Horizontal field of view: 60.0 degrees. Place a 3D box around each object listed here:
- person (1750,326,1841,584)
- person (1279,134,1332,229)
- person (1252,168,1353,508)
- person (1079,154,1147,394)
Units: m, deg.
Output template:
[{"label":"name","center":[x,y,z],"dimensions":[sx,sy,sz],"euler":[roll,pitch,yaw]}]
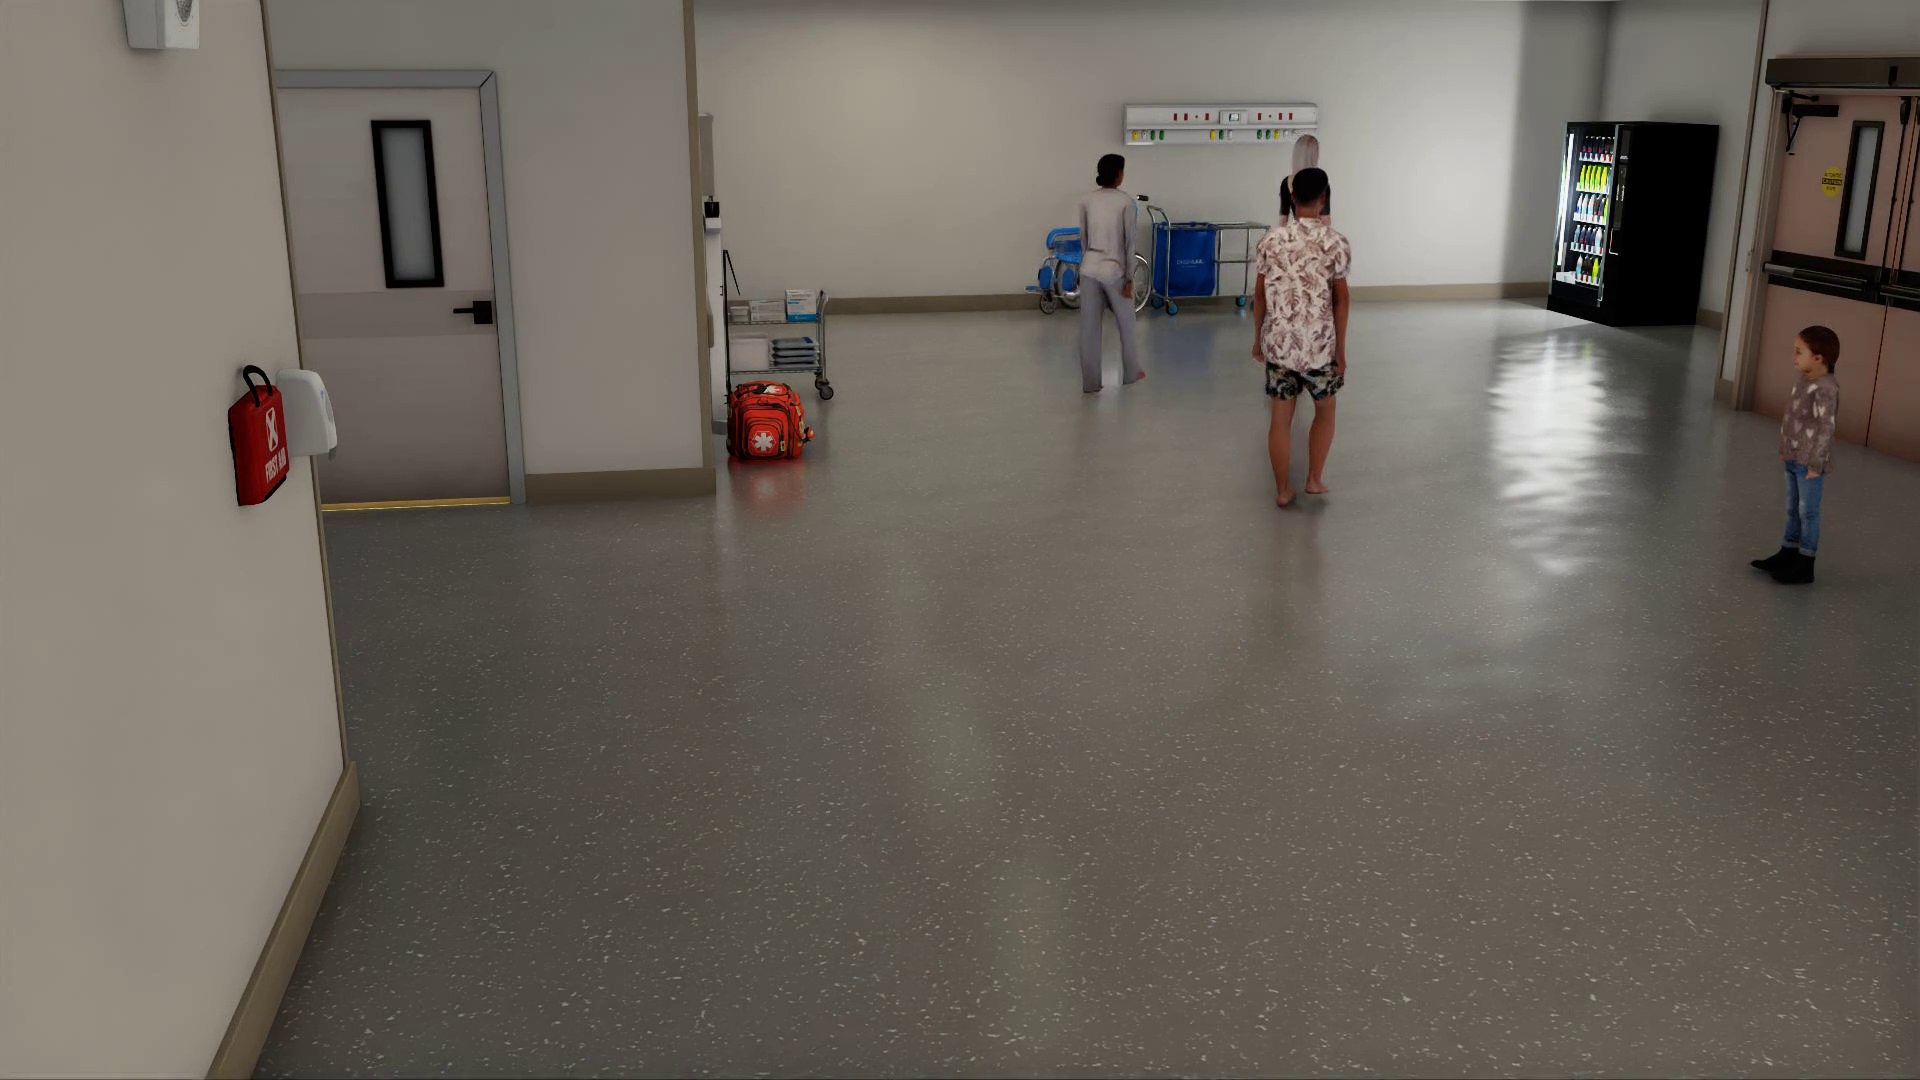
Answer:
[{"label":"person","center":[3.919,-0.398,7.688],"dimensions":[0.584,1.194,0.448],"euler":[1,16,2]},{"label":"person","center":[2.665,-2.242,13.108],"dimensions":[1.089,1.802,1.113],"euler":[12,20,37]},{"label":"person","center":[1.807,-1.054,8.892],"dimensions":[0.836,1.803,0.873],"euler":[6,17,22]},{"label":"person","center":[1.028,-1.919,12.128],"dimensions":[0.961,1.712,1.060],"euler":[7,17,25]}]
